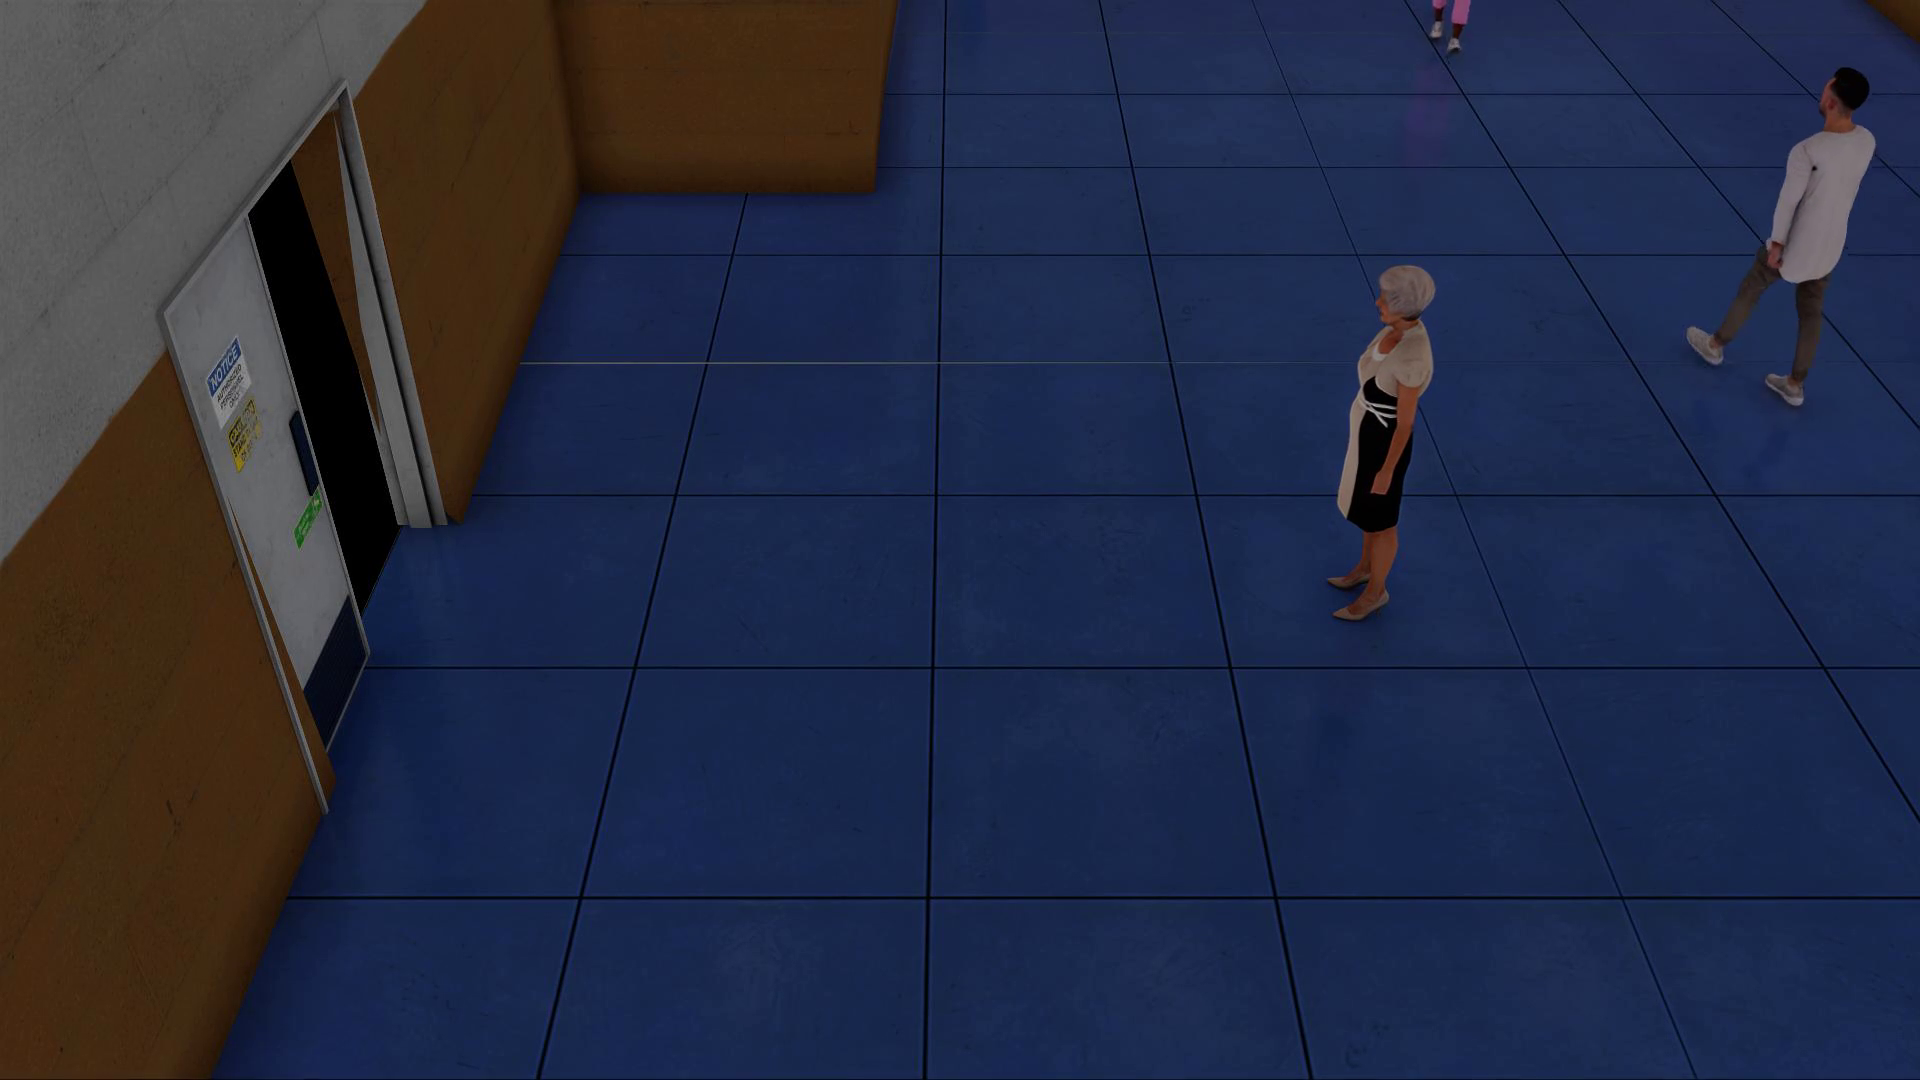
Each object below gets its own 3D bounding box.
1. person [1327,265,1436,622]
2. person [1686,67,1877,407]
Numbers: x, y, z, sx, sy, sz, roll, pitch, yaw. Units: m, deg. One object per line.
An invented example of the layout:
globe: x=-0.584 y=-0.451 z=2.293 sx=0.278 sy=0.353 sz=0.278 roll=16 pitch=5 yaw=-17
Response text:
person: x=1.865 y=-0.401 z=7.284 sx=0.552 sy=1.754 sz=0.660 roll=4 pitch=37 yaw=5
person: x=4.518 y=-1.538 z=8.755 sx=1.011 sy=1.806 sz=0.906 roll=-8 pitch=38 yaw=-10
